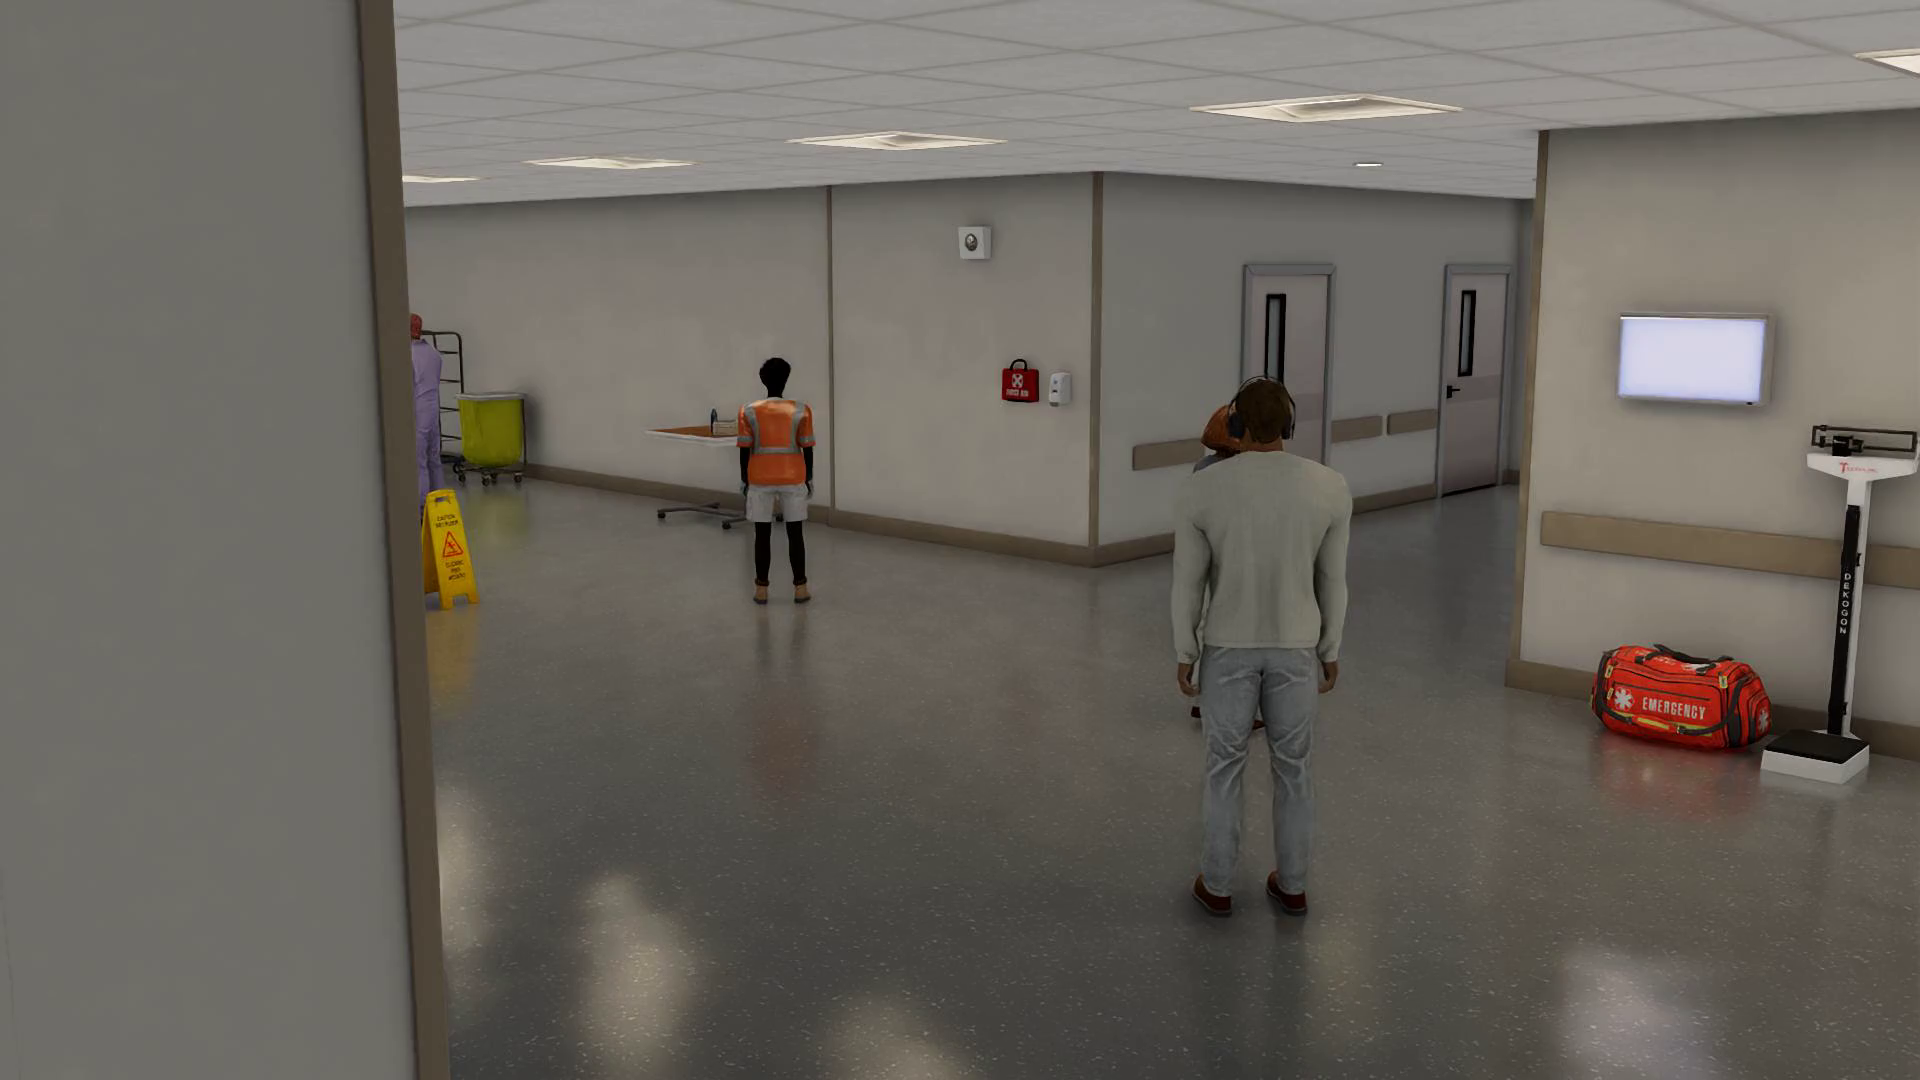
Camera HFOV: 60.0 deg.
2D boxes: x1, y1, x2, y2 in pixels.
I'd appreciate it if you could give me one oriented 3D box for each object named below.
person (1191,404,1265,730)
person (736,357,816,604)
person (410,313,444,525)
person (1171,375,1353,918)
[{"bbox_3d":[1.336,0.135,8.329,0.286,1.633,0.499,-5,10,-28],"label":"person"},{"bbox_3d":[-1.257,-0.402,11.424,0.539,1.695,0.318,-1,9,-5],"label":"person"},{"bbox_3d":[-4.912,-1.084,14.969,0.400,1.910,0.643,2,9,12],"label":"person"},{"bbox_3d":[1.056,0.387,5.896,0.622,1.932,0.367,0,9,3],"label":"person"}]
